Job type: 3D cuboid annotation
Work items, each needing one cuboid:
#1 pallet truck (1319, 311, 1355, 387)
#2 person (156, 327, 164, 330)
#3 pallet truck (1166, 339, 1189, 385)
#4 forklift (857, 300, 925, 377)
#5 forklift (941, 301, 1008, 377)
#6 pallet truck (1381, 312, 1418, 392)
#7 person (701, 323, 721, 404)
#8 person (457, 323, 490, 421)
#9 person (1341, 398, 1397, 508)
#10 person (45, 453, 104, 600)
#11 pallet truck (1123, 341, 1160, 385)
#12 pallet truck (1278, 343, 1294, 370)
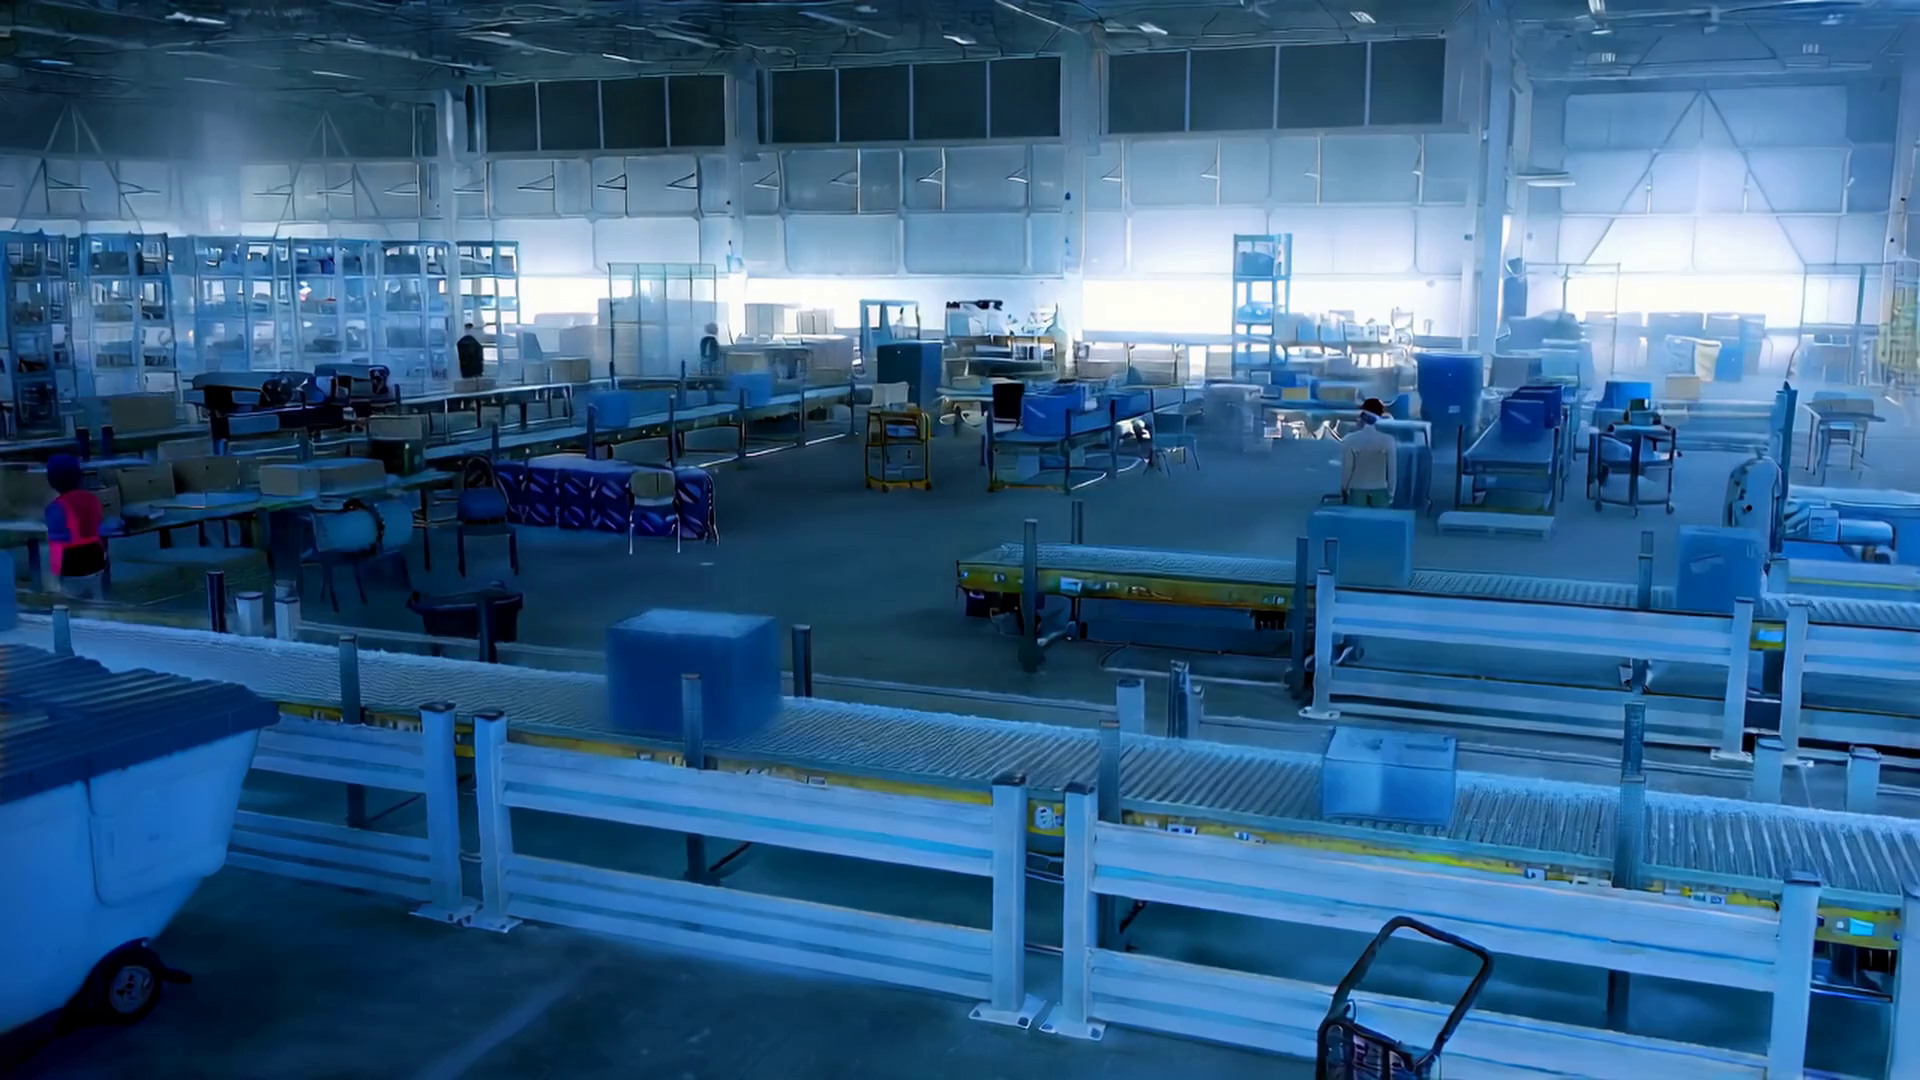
[{"bbox_3d":[9.071,-4.419,39.190,0.823,1.965,1.885,5,10,26],"label":"pallet truck"},{"bbox_3d":[-17.959,-4.040,37.417,0.569,1.831,0.411,-7,12,-35],"label":"person"},{"bbox_3d":[5.418,-4.269,40.420,0.704,1.261,1.522,3,10,20],"label":"pallet truck"},{"bbox_3d":[-1.732,-5.109,42.468,1.157,1.987,2.680,4,10,22],"label":"forklift"},{"bbox_3d":[0.365,-4.966,41.571,1.157,1.987,2.680,3,10,20],"label":"forklift"},{"bbox_3d":[10.207,-4.283,38.369,0.823,1.965,1.885,3,10,20],"label":"pallet truck"},{"bbox_3d":[-5.276,-3.697,35.335,0.426,1.821,0.617,-6,11,-32],"label":"person"},{"bbox_3d":[-9.520,-3.274,32.527,0.639,1.910,0.407,7,12,37],"label":"person"},{"bbox_3d":[3.932,-0.478,16.013,0.523,1.769,0.309,2,10,14],"label":"person"},{"bbox_3d":[-6.378,0.207,12.069,0.426,1.685,0.547,1,9,4],"label":"person"},{"bbox_3d":[4.445,-4.380,41.279,0.680,1.201,1.601,4,10,22],"label":"pallet truck"},{"bbox_3d":[7.886,-4.163,39.743,0.653,1.274,1.630,4,10,22],"label":"pallet truck"}]
